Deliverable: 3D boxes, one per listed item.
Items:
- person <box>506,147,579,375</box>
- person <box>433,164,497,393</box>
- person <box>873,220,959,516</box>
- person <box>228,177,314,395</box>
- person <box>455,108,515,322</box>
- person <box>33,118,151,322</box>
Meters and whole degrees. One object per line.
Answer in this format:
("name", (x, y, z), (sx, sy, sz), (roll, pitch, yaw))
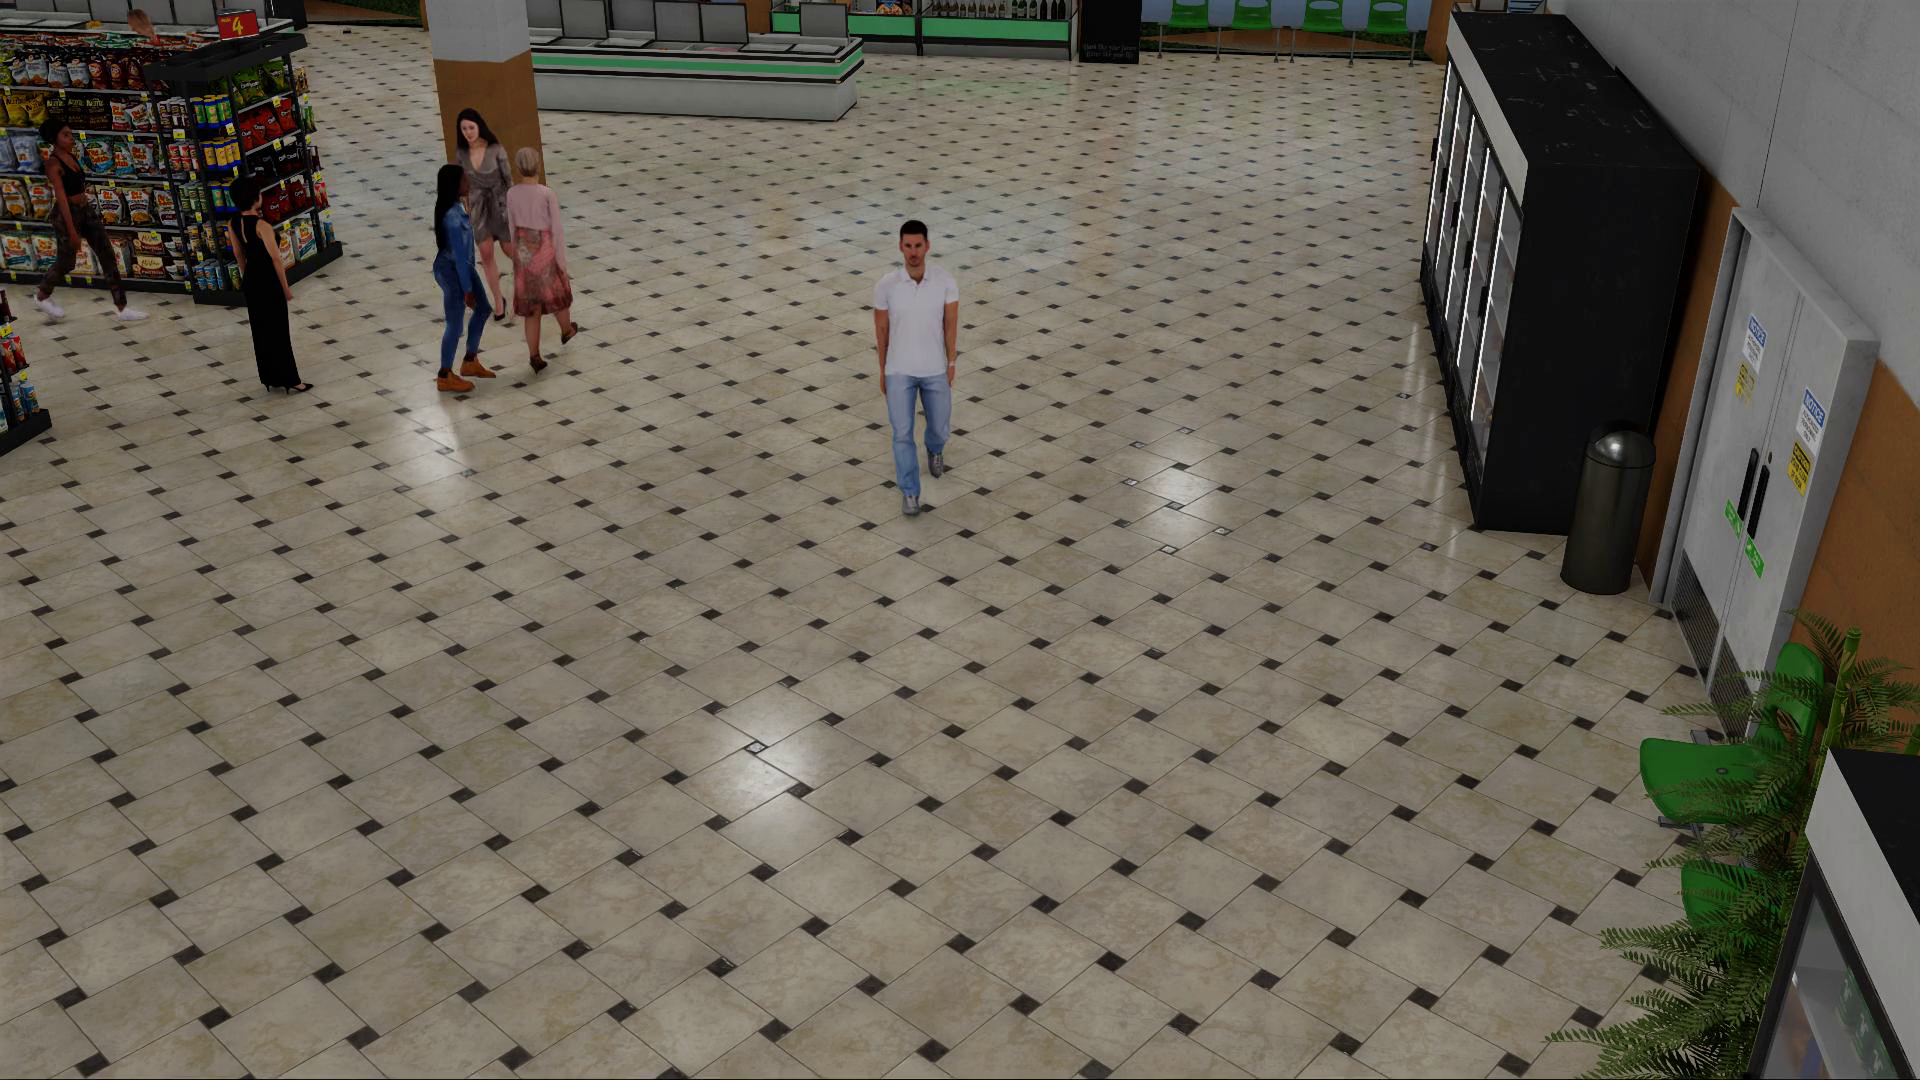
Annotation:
("person", (-3.188, -2.052, 12.462), (1.029, 1.647, 0.750), (2, 27, 3))
("person", (-3.740, -1.877, 12.071), (0.831, 1.688, 0.774), (-8, 28, -15))
("person", (-0.267, -1.104, 10.369), (0.951, 1.849, 0.859), (-1, 27, -2))
("person", (-5.066, -1.840, 12.092), (0.536, 1.603, 0.692), (12, 29, 23))
("person", (-3.822, -2.695, 13.652), (0.980, 1.718, 0.802), (-2, 27, -3))
("person", (-7.207, -2.527, 13.391), (1.196, 1.655, 0.663), (2, 27, 4))
